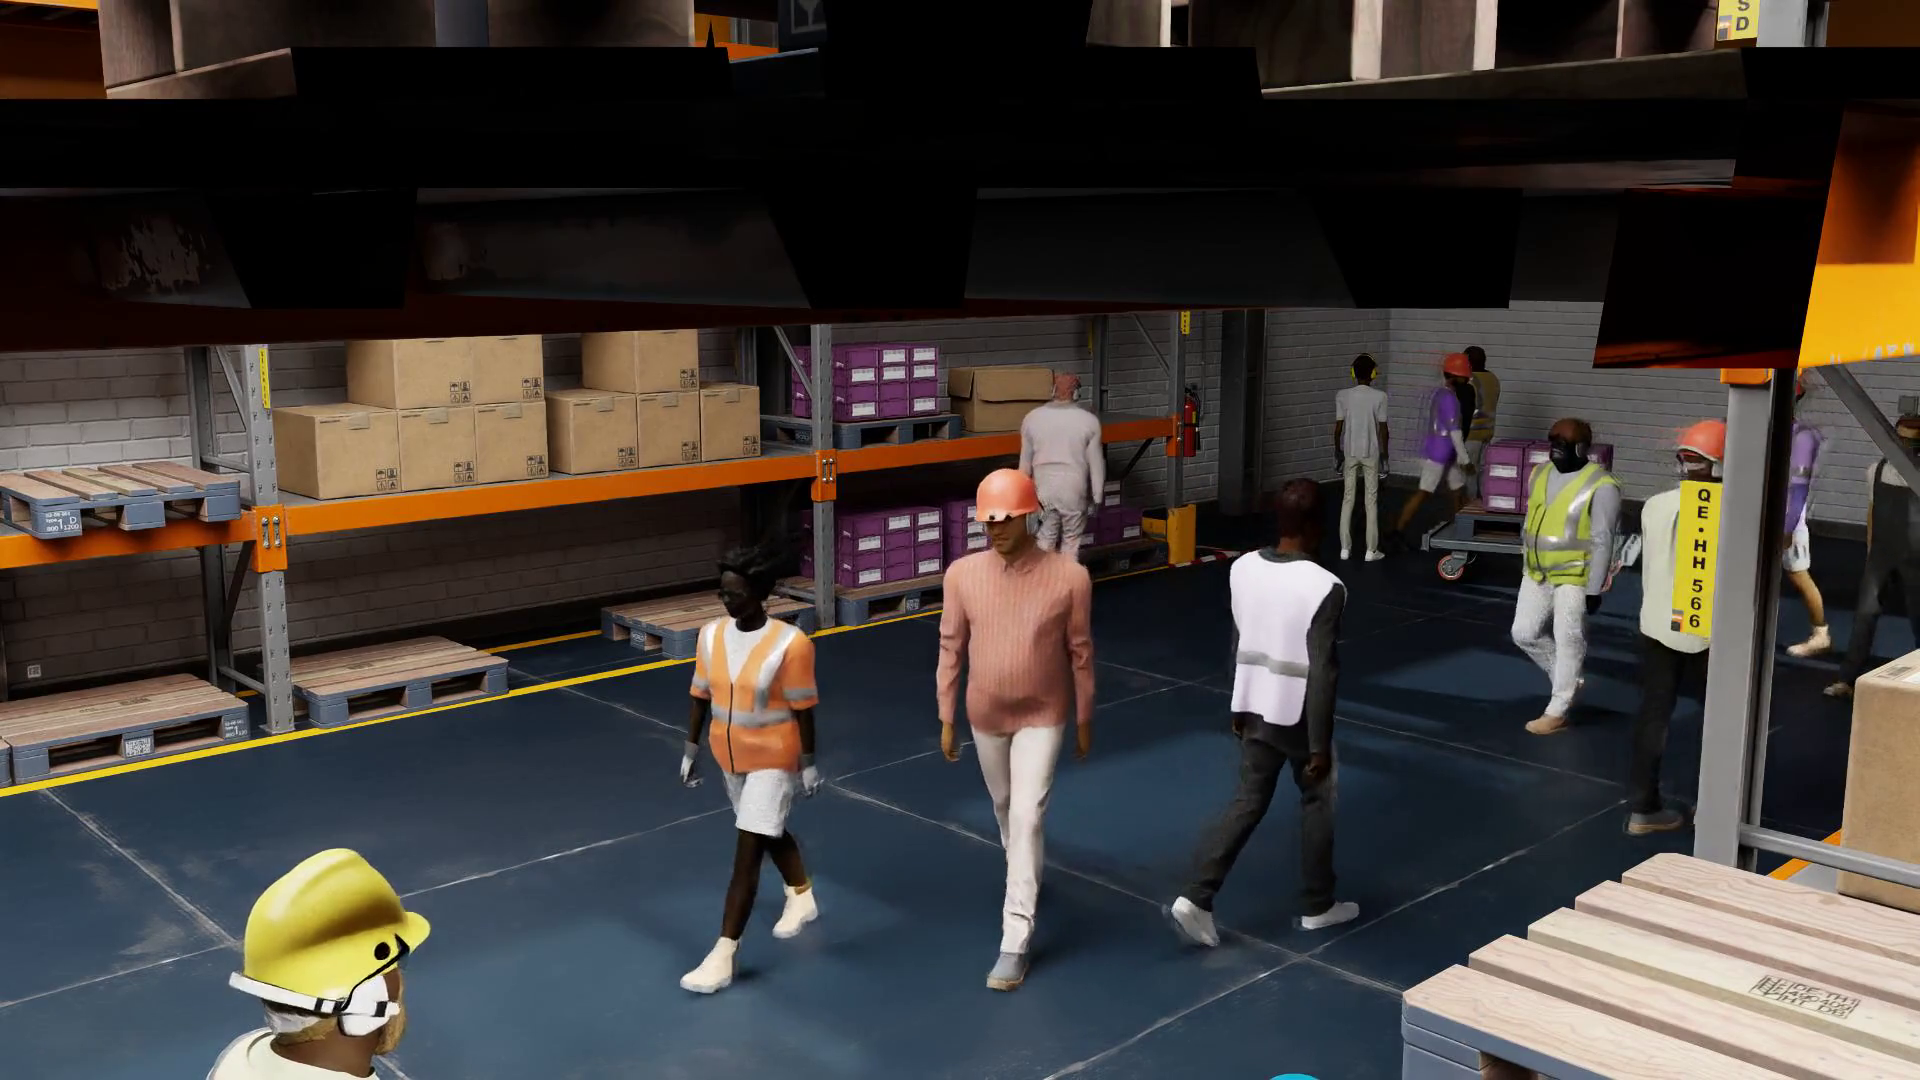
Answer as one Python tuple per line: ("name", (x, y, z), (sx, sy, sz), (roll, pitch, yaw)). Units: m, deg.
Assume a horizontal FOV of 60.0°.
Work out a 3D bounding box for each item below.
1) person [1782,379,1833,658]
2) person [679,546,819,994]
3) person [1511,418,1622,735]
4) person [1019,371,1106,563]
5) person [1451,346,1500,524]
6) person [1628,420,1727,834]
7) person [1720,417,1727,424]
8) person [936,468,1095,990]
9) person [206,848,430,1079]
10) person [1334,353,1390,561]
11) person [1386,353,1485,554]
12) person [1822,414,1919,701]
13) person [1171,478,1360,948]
("person", (5.518, -0.159, 11.236), (1.041, 1.992, 0.627), (-1, 10, -8))
("person", (-0.807, 0.832, 6.409), (0.544, 1.644, 0.895), (6, 12, 33))
("person", (3.458, 0.209, 9.530), (0.444, 1.830, 0.650), (-5, 11, -25))
("person", (0.815, -0.386, 12.911), (0.708, 1.864, 0.662), (3, 10, 18))
("person", (5.163, -1.033, 16.782), (0.634, 1.838, 0.429), (-9, 13, -44))
("person", (3.507, 0.418, 7.877), (0.734, 1.966, 0.640), (-5, 11, -25))
("person", (5.669, -0.260, 11.974), (0.376, 1.934, 0.547), (-6, 11, -30))
("person", (0.216, 0.665, 6.579), (0.620, 1.938, 1.058), (3, 10, 17))
("person", (-0.948, 1.382, 2.652), (0.404, 1.834, 0.599), (-9, 13, -42))
("person", (3.623, -0.743, 14.979), (0.515, 1.876, 0.324), (5, 11, 27))
("person", (4.443, -0.773, 15.216), (1.071, 1.871, 0.545), (3, 10, 17))
("person", (5.786, 0.110, 10.251), (1.002, 1.786, 0.509), (-6, 11, -32))
("person", (1.246, 0.687, 6.578), (0.887, 1.887, 0.599), (-7, 12, -35))
